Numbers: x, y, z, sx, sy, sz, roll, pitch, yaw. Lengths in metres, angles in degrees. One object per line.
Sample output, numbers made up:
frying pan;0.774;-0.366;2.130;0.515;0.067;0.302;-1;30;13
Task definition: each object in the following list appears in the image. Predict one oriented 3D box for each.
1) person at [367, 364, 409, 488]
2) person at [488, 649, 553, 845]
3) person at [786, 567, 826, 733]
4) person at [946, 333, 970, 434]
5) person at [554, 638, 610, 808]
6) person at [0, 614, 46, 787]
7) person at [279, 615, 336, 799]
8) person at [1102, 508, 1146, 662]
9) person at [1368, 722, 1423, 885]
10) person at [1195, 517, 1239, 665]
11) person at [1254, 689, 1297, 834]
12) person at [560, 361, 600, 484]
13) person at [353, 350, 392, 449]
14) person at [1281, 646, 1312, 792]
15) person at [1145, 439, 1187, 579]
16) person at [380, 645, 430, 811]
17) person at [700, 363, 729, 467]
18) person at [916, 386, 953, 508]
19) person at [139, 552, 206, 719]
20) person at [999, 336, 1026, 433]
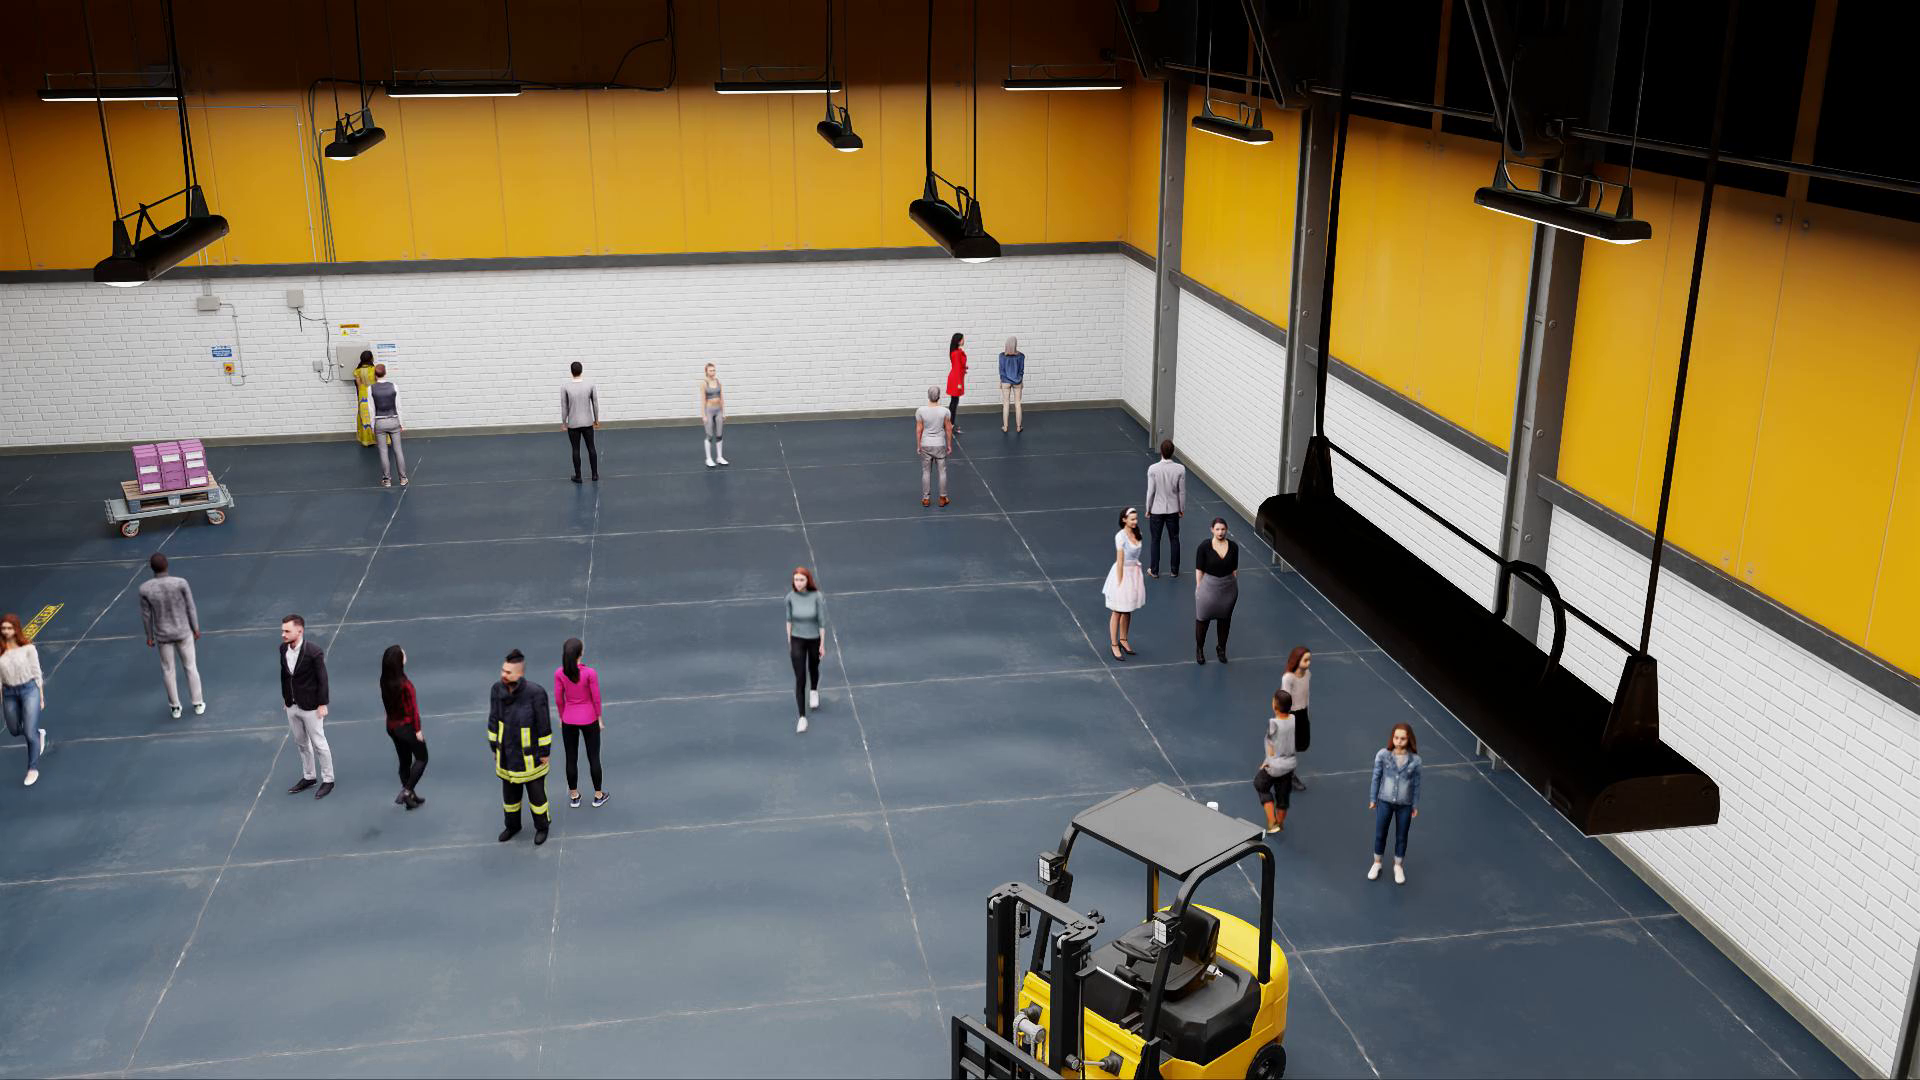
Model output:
person;-8.928;-1.804;25.897;0.695;1.937;0.634;-7;20;-20
person;-3.993;1.857;15.138;0.847;1.866;0.835;4;19;11
person;-1.602;1.098;17.655;0.695;1.698;1.189;0;19;0
person;-0.071;-2.751;29.011;0.720;1.744;0.617;1;19;3
person;-3.614;1.726;15.791;0.632;1.698;0.632;1;19;3
person;-9.213;1.516;16.396;0.582;1.710;0.915;-3;19;-8
person;-6.298;1.574;16.015;0.745;1.843;0.743;7;20;21
person;1.921;0.488;19.277;0.904;1.818;0.853;16;24;40
person;3.801;2.276;14.505;0.637;1.476;0.633;5;19;15
person;2.937;0.573;19.118;0.665;1.760;0.611;-2;19;-7
person;2.978;2.026;15.291;0.611;1.448;0.618;-6;19;-17
person;-5.954;-1.853;26.067;0.803;1.921;0.710;-8;20;-23
person;-9.926;-2.387;28.064;0.932;1.659;0.879;2;19;5
person;3.212;1.704;16.203;0.702;1.476;0.781;-13;23;-34
person;2.696;-0.413;21.905;0.694;1.850;0.574;-2;19;-5
person;-5.278;1.808;15.627;0.719;1.646;0.770;10;21;28
person;-4.017;-2.045;26.982;0.641;1.702;0.652;-14;23;-35
person;-0.389;-1.403;24.873;0.735;1.831;0.636;1;19;2
person;-8.387;1.010;17.700;0.714;1.835;0.615;-7;20;-19
person;0.907;-2.732;29.029;0.642;1.697;0.606;0;19;-1
